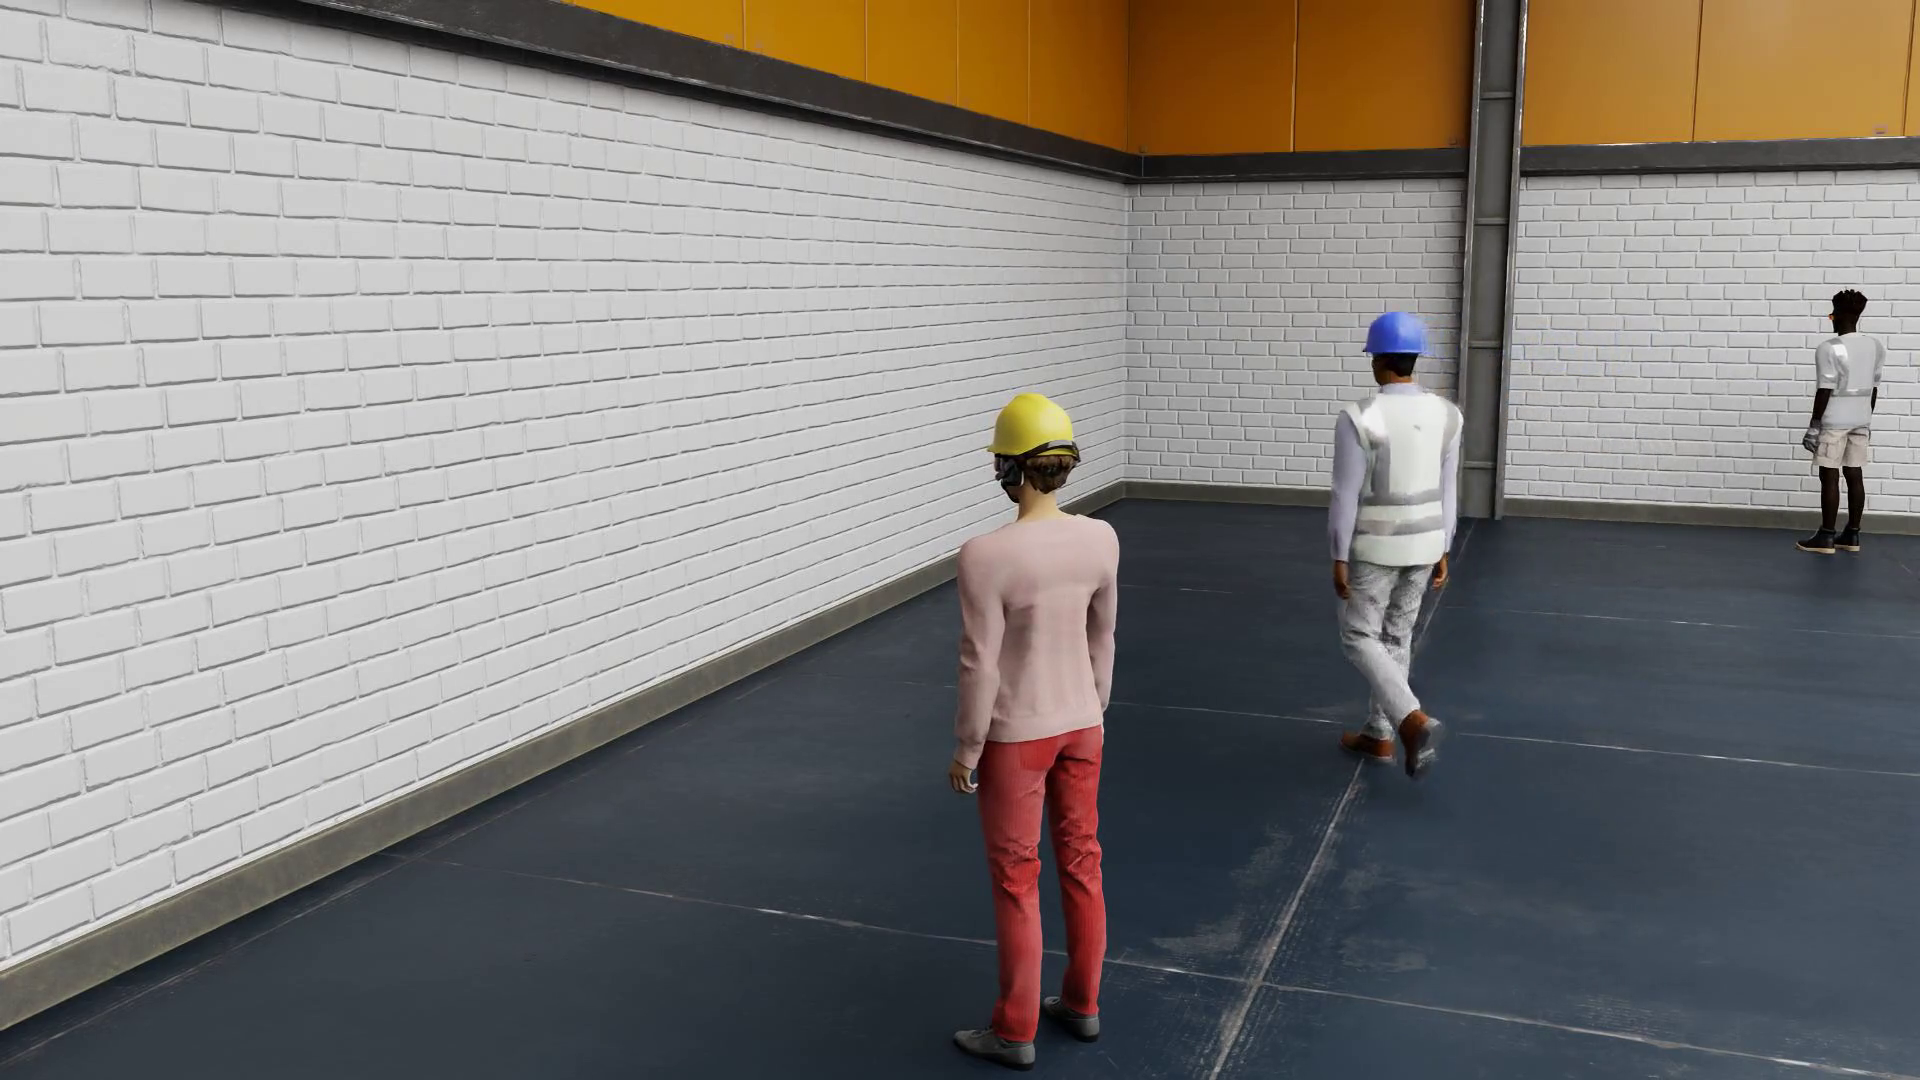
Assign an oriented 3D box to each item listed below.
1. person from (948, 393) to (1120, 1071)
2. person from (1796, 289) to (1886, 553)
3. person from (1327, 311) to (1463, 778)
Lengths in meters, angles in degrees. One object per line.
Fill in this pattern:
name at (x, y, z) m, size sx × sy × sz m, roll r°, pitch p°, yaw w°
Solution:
person at (0.191, 0.501, 4.371) m, size 0.525 × 1.769 × 0.309 m, roll -7°, pitch 12°, yaw -38°
person at (6.568, -0.879, 12.409) m, size 0.603 × 1.966 × 0.368 m, roll -3°, pitch 10°, yaw -21°
person at (1.802, 0.033, 6.811) m, size 0.613 × 1.928 × 0.722 m, roll -3°, pitch 10°, yaw -21°
